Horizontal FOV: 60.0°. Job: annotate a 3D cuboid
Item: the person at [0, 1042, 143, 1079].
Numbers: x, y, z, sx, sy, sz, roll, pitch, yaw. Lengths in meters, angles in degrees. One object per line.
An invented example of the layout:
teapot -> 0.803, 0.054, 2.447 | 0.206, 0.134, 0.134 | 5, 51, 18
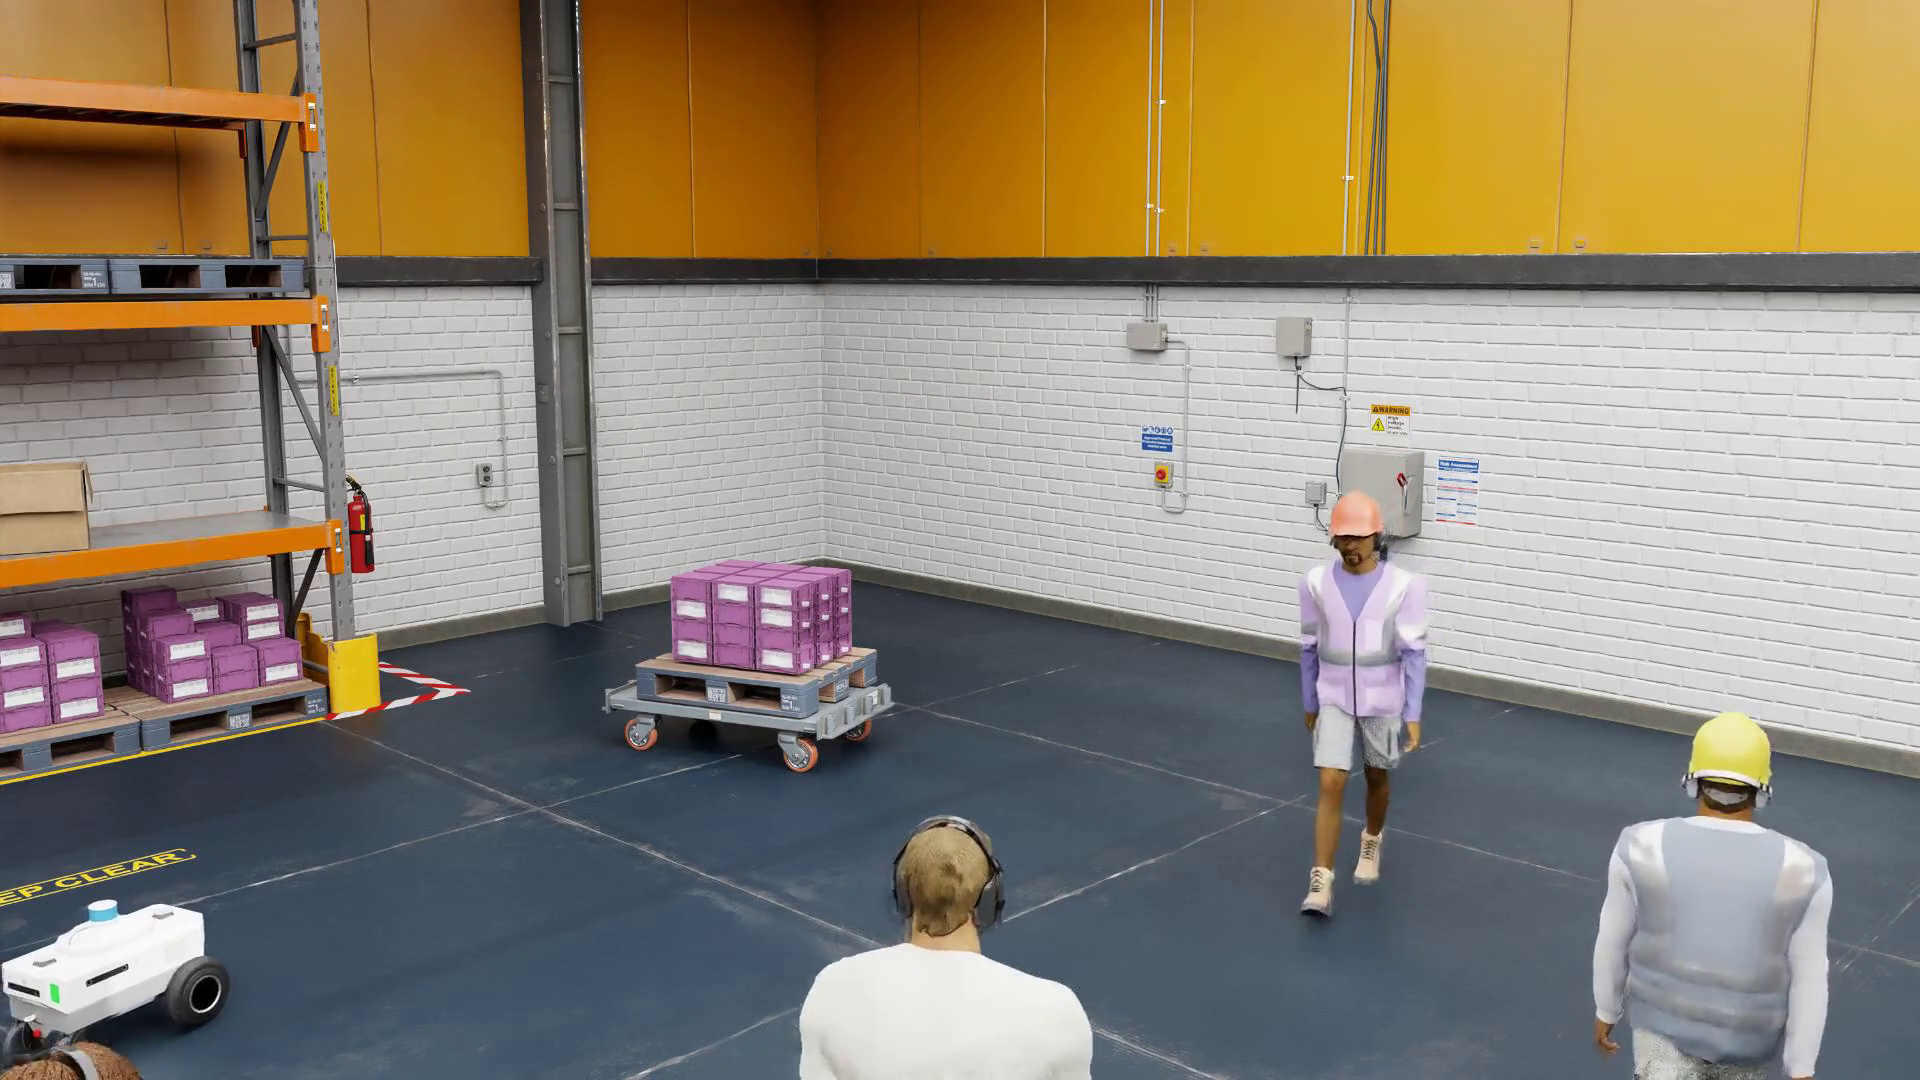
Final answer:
person -> -1.407, 1.711, 2.744 | 0.994, 1.773, 0.653 | -6, 11, -33

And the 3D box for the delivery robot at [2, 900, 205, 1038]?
delivery robot -> -3.343, 1.657, 6.519 | 0.477, 0.478, 0.707 | 5, 10, 26

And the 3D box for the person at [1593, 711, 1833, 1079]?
person -> 2.150, 1.372, 4.808 | 0.607, 1.788, 0.915 | 4, 10, 23

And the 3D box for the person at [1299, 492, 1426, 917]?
person -> 1.886, 0.765, 7.897 | 0.631, 1.989, 1.044 | 4, 10, 23

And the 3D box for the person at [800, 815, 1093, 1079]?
person -> 0.024, 1.505, 3.651 | 0.640, 1.890, 1.004 | 4, 10, 25
